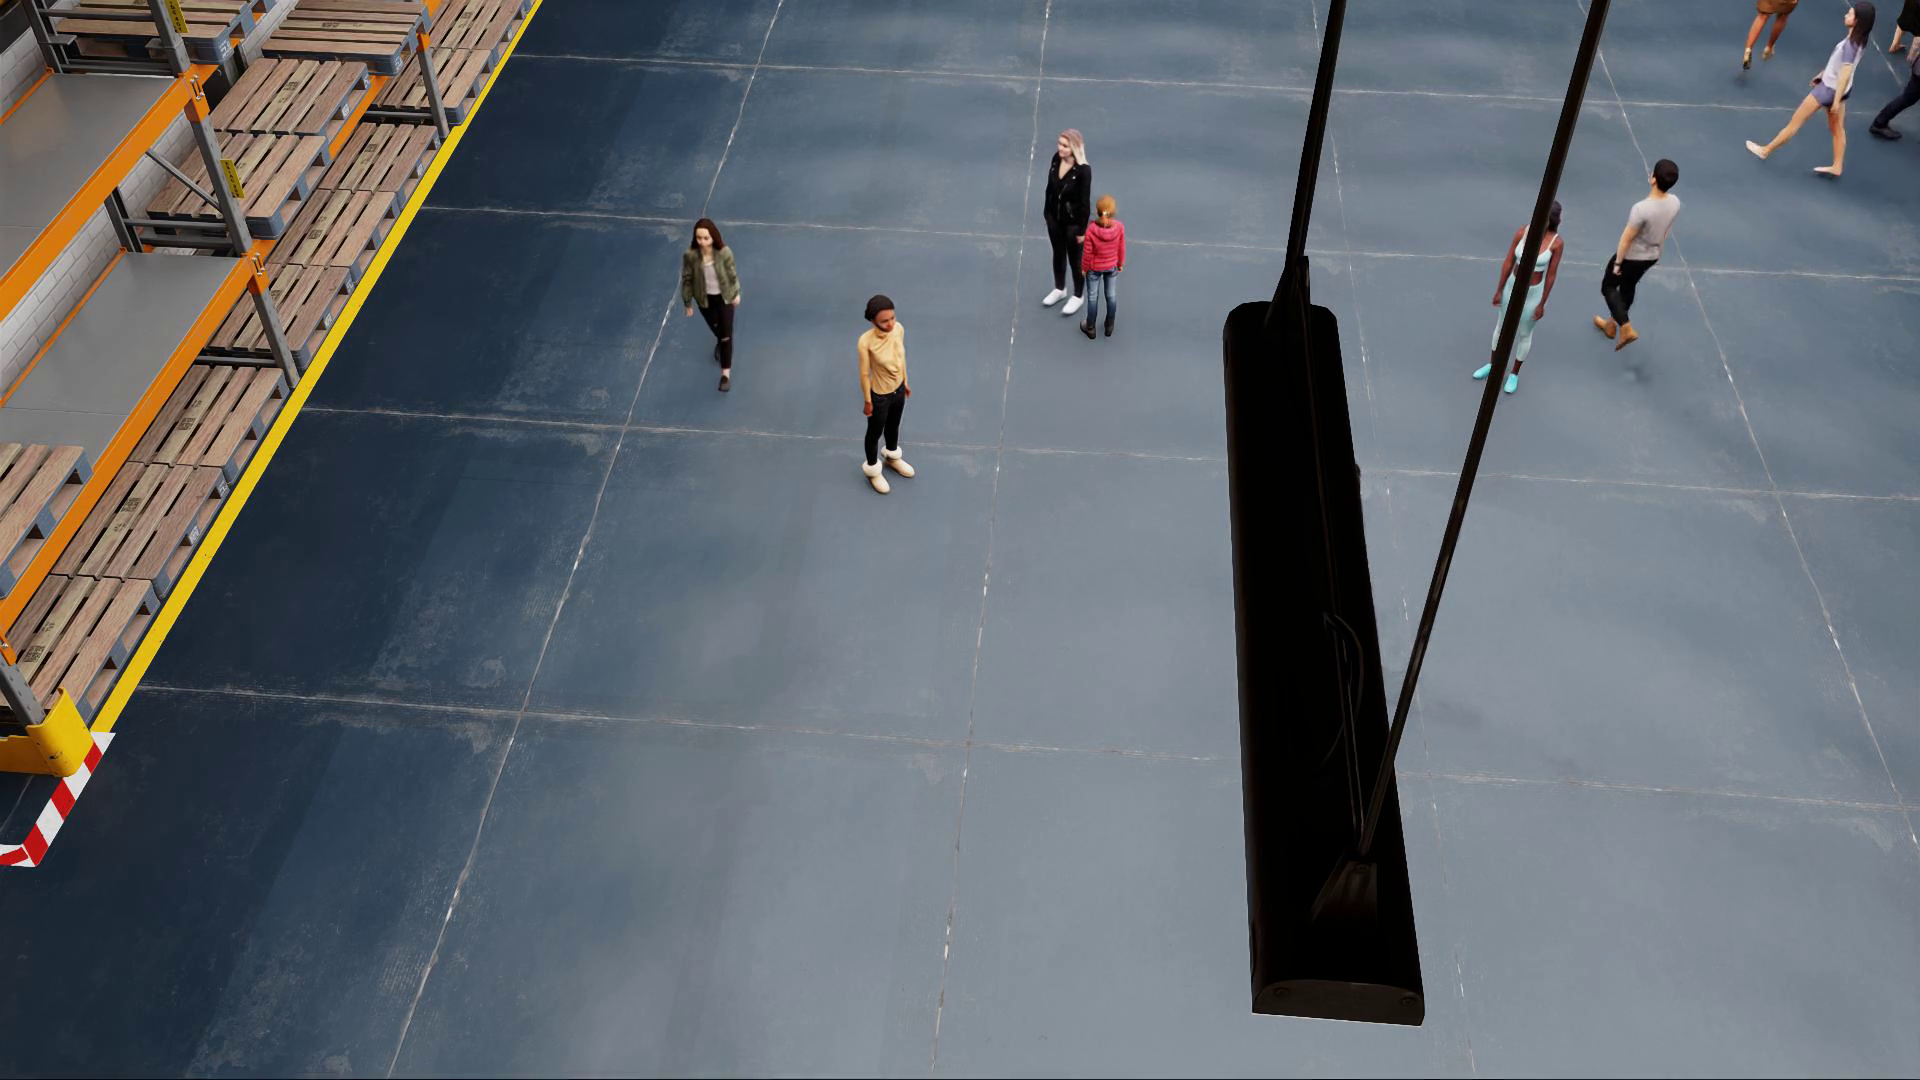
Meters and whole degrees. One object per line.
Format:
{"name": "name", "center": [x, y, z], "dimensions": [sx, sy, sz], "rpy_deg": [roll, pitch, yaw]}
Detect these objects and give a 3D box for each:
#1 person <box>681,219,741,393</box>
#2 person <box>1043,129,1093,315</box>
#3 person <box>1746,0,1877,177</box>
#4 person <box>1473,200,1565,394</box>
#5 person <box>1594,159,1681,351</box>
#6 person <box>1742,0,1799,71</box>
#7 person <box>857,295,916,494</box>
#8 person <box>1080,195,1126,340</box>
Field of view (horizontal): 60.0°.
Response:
{"name": "person", "center": [-1.972, -1.978, 13.373], "dimensions": [0.631, 1.436, 0.988], "rpy_deg": [1, 44, 1]}
{"name": "person", "center": [0.915, -2.679, 13.930], "dimensions": [0.691, 1.683, 0.727], "rpy_deg": [33, 52, 30]}
{"name": "person", "center": [8.211, -4.148, 15.473], "dimensions": [1.027, 1.683, 1.135], "rpy_deg": [26, 49, 24]}
{"name": "person", "center": [4.453, -1.940, 13.124], "dimensions": [0.656, 1.725, 0.685], "rpy_deg": [28, 50, 26]}
{"name": "person", "center": [5.531, -2.280, 13.493], "dimensions": [0.793, 1.708, 0.958], "rpy_deg": [-12, 45, -12]}
{"name": "person", "center": [8.368, -5.587, 16.998], "dimensions": [0.924, 1.660, 1.103], "rpy_deg": [27, 50, 26]}
{"name": "person", "center": [-0.565, -1.111, 12.301], "dimensions": [0.679, 1.660, 0.749], "rpy_deg": [-34, 53, -30]}
{"name": "person", "center": [1.183, -2.258, 13.753], "dimensions": [0.572, 1.318, 0.574], "rpy_deg": [-8, 44, -8]}
